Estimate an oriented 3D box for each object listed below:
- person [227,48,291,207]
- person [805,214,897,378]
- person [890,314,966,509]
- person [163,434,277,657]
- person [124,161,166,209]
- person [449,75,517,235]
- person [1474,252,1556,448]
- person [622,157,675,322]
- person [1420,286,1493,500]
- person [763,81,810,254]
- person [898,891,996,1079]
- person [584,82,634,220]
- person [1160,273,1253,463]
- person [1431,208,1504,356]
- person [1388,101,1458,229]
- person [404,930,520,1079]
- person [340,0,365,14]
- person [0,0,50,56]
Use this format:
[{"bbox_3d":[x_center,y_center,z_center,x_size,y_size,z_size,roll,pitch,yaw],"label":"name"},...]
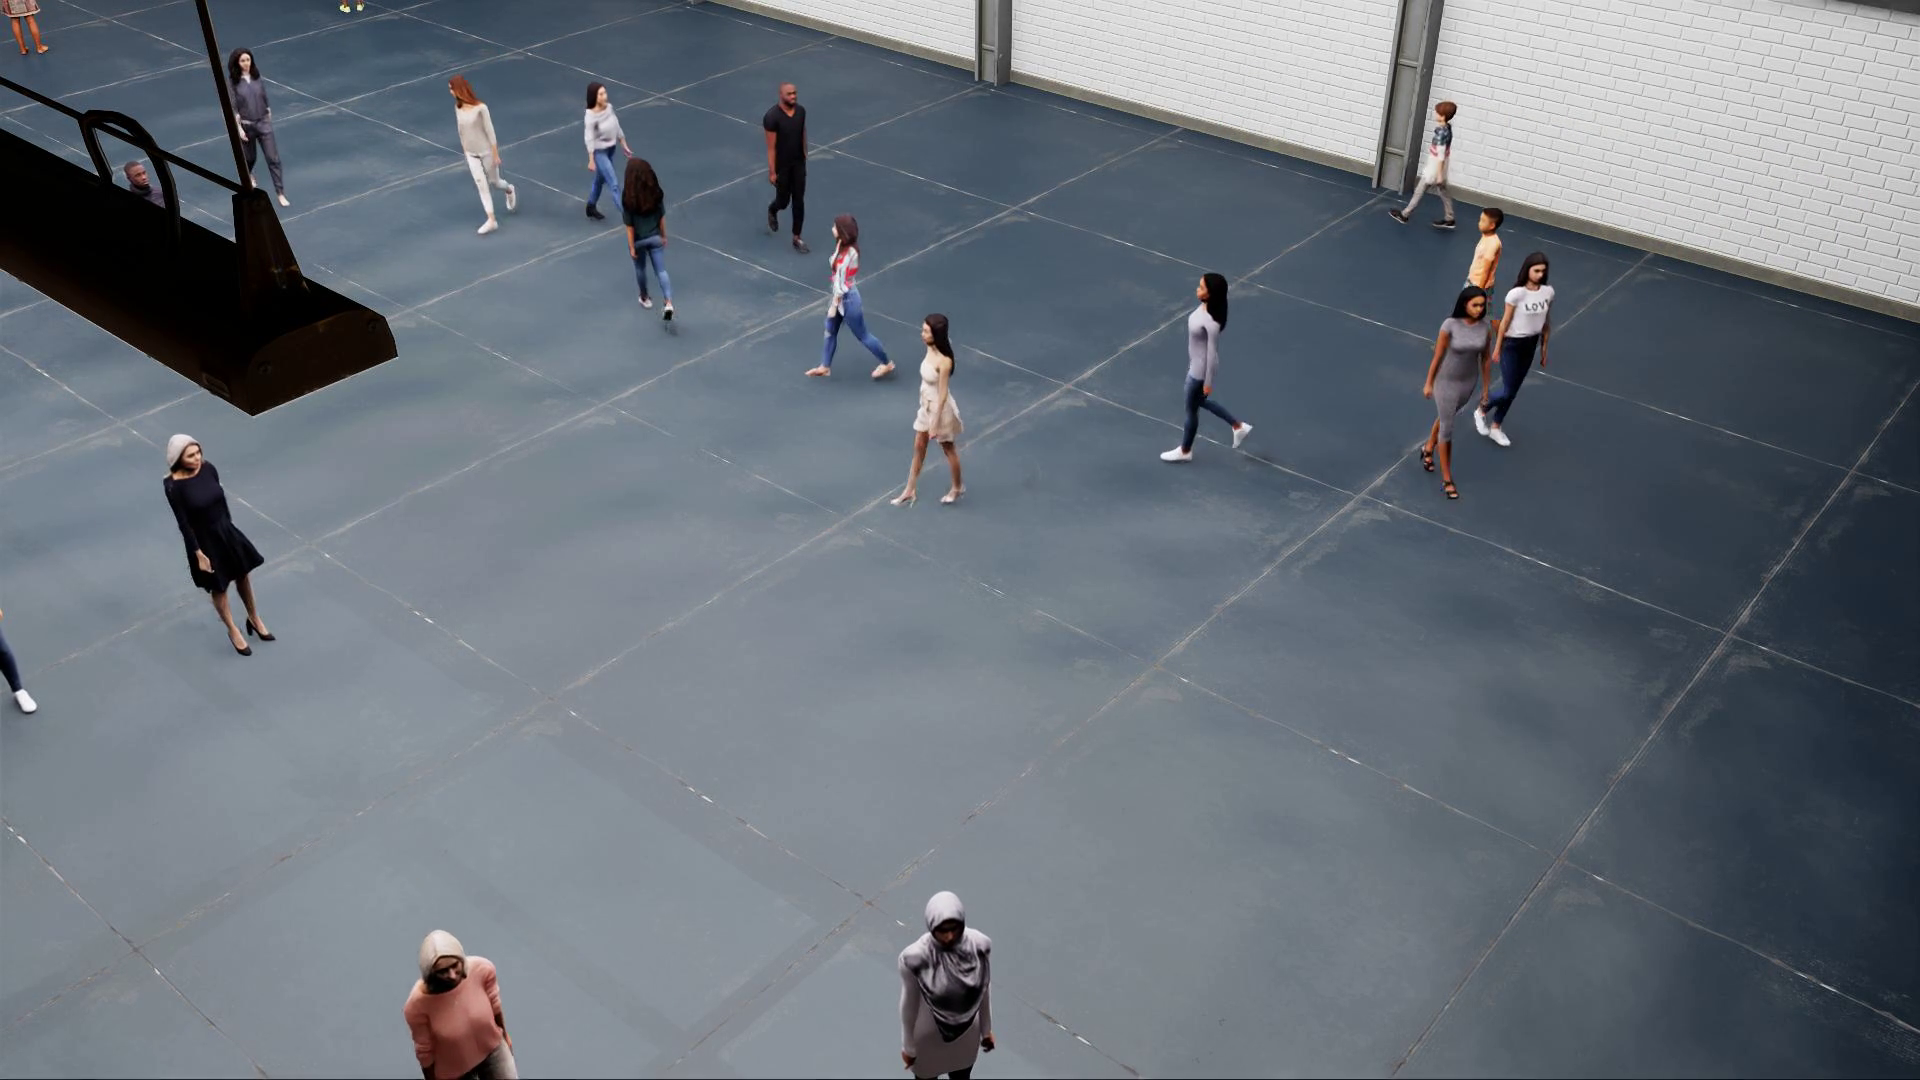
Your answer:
[{"bbox_3d":[-7.914,-4.631,18.577,0.774,1.729,1.156,-21,39,-29],"label":"person"},{"bbox_3d":[-0.936,-2.146,14.976,1.055,1.576,1.066,-6,34,-10],"label":"person"},{"bbox_3d":[-0.082,-1.000,13.126,0.888,1.714,0.910,-13,36,-19],"label":"person"},{"bbox_3d":[-5.227,0.028,11.552,0.638,1.746,0.684,17,37,24],"label":"person"},{"bbox_3d":[-7.470,-2.658,15.512,0.647,1.835,0.750,16,37,22],"label":"person"},{"bbox_3d":[-5.127,-4.201,17.977,1.011,1.676,0.896,9,35,14],"label":"person"},{"bbox_3d":[4.654,-1.639,14.047,0.726,1.760,0.795,-12,35,-17],"label":"person"},{"bbox_3d":[-2.994,-2.880,16.066,0.854,1.592,1.126,-16,37,-23],"label":"person"},{"bbox_3d":[3.970,-1.276,13.511,0.999,1.748,1.101,-5,34,-8],"label":"person"},{"bbox_3d":[-1.852,-3.941,17.471,0.815,1.803,1.010,-22,40,-30],"label":"person"},{"bbox_3d":[-0.074,2.363,8.012,0.694,1.775,0.709,-9,35,-14],"label":"person"},{"bbox_3d":[-3.917,-4.158,17.999,1.119,1.580,0.822,13,36,18],"label":"person"},{"bbox_3d":[2.097,-1.402,13.729,1.085,1.717,0.956,2,34,3],"label":"person"},{"bbox_3d":[4.904,-2.372,15.436,0.997,1.442,0.928,-2,34,-4],"label":"person"},{"bbox_3d":[5.222,-4.016,17.947,0.982,1.401,0.628,18,38,25],"label":"person"},{"bbox_3d":[-2.391,2.427,7.973,0.674,1.712,0.705,-25,41,-32],"label":"person"},{"bbox_3d":[-9.242,-8.792,24.812,0.629,1.755,0.623,-17,37,-23],"label":"person"},{"bbox_3d":[-13.148,-7.604,23.124,0.721,1.645,0.747,-7,34,-10],"label":"person"}]
